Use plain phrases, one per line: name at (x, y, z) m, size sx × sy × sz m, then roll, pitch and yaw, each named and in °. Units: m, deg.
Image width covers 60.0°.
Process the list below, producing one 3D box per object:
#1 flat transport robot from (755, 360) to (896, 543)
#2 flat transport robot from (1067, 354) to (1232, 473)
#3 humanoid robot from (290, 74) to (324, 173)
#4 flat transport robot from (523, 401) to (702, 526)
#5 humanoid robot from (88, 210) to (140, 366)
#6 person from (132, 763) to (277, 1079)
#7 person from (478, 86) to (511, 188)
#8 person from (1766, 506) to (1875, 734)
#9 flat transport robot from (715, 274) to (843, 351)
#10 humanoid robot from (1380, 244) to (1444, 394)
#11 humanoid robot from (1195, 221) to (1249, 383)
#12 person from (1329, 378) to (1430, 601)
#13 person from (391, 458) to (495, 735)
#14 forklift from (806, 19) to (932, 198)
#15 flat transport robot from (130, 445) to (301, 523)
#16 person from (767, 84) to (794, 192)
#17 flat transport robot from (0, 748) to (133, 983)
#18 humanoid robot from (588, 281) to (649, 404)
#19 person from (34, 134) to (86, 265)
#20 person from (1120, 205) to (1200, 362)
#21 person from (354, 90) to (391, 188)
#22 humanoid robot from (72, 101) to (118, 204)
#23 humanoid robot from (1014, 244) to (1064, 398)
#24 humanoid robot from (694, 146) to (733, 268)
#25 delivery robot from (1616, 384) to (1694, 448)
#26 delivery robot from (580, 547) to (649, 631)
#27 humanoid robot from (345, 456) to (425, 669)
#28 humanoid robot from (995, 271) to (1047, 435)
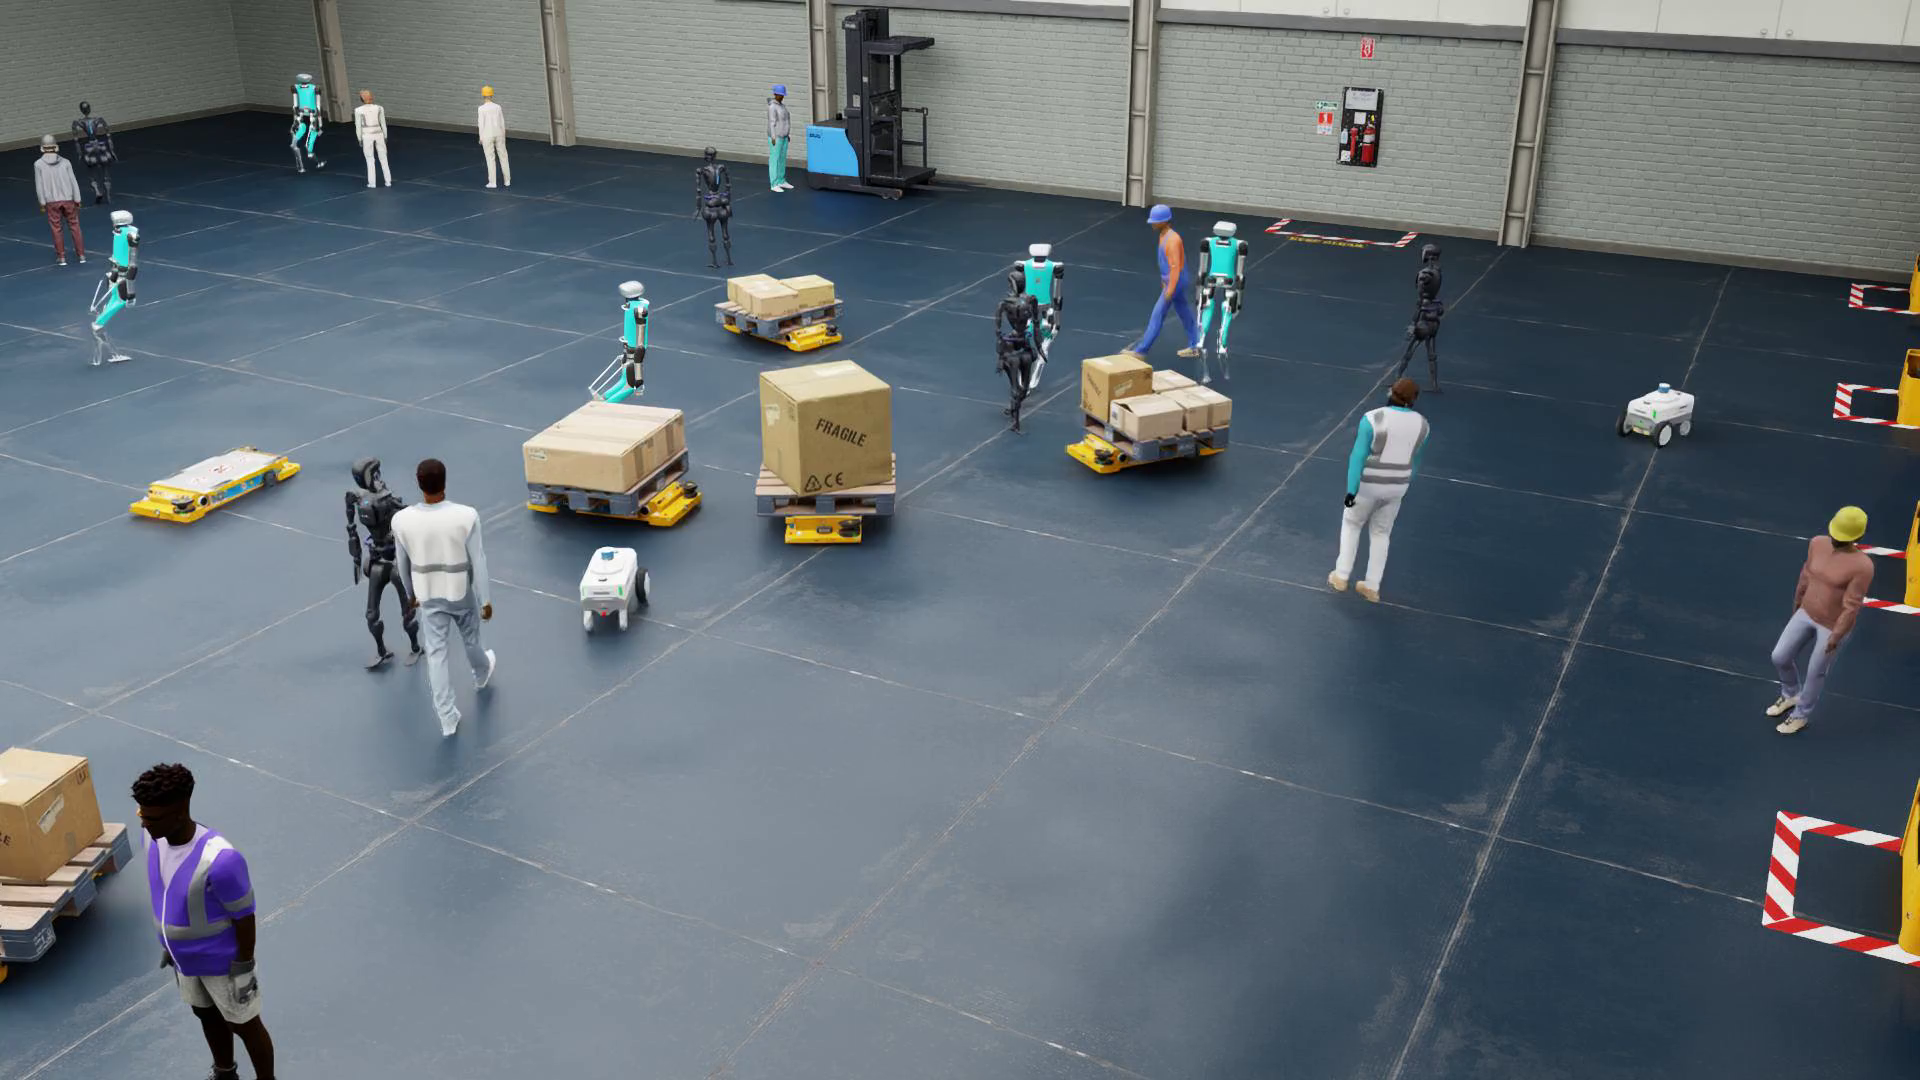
flat transport robot at (-1.177, -0.319, 14.905) m, size 0.659 × 0.231 × 1.431 m, roll -1°, pitch 23°, yaw -1°
flat transport robot at (1.854, -0.923, 16.311) m, size 1.431 × 0.231 × 0.659 m, roll -11°, pitch 26°, yaw -24°
humanoid robot at (-11.526, -7.270, 29.267) m, size 0.557 × 1.746 × 1.053 m, roll 1°, pitch 23°, yaw 1°
flat transport robot at (-3.137, -0.390, 15.070) m, size 1.431 × 0.231 × 0.659 m, roll 7°, pitch 24°, yaw 15°
humanoid robot at (-9.657, -2.765, 18.843) m, size 0.872 × 1.841 × 0.617 m, roll -22°, pitch 31°, yaw -40°
person at (-3.459, 1.883, 7.636) m, size 0.607 × 1.961 × 0.368 m, roll 12°, pitch 26°, yaw 27°
person at (-7.950, -6.848, 28.294) m, size 0.469 × 1.697 × 0.329 m, roll -17°, pitch 29°, yaw -35°
person at (5.717, 0.548, 11.024) m, size 0.389 × 1.733 × 0.540 m, roll -10°, pitch 25°, yaw -22°
flat transport robot at (-2.161, -2.566, 20.136) m, size 1.431 × 0.231 × 0.659 m, roll 21°, pitch 31°, yaw 40°
humanoid robot at (4.981, -2.407, 17.995) m, size 0.653 × 1.637 × 0.589 m, roll 14°, pitch 27°, yaw 30°
humanoid robot at (2.816, -2.546, 18.243) m, size 0.550 × 1.811 × 0.671 m, roll 7°, pitch 24°, yaw 15°
person at (3.327, -0.414, 13.201) m, size 0.703 × 1.791 × 0.547 m, roll -4°, pitch 24°, yaw -10°
person at (-3.507, 0.314, 11.396) m, size 0.605 × 1.868 × 0.974 m, roll -3°, pitch 23°, yaw -6°
forklift at (-1.573, -7.292, 27.850) m, size 1.873 × 2.768 × 1.129 m, roll 12°, pitch 26°, yaw 25°
flat transport robot at (-6.872, -0.526, 15.388) m, size 0.659 × 0.231 × 1.431 m, roll 9°, pitch 25°, yaw 20°
person at (-3.057, -6.791, 28.073) m, size 0.361 × 1.771 × 0.528 m, roll 9°, pitch 25°, yaw 21°
flat transport robot at (-5.418, 2.091, 9.294) m, size 0.659 × 0.231 × 1.431 m, roll 1°, pitch 23°, yaw 3°
humanoid robot at (-3.296, -1.617, 15.905) m, size 0.735 × 1.673 × 0.533 m, roll -8°, pitch 25°, yaw -19°
person at (-12.642, -4.780, 23.346) m, size 0.544 × 1.807 × 0.378 m, roll -15°, pitch 28°, yaw -32°
person at (2.348, -2.916, 18.994) m, size 1.080 × 1.808 × 0.534 m, roll -1°, pitch 23°, yaw -3°
person at (-10.004, -6.826, 28.330) m, size 0.512 × 1.633 × 0.316 m, roll -15°, pitch 27°, yaw -31°
humanoid robot at (-14.026, -6.283, 27.002) m, size 0.589 × 1.643 × 0.382 m, roll -15°, pitch 27°, yaw -31°
humanoid robot at (0.826, -2.365, 17.797) m, size 0.540 × 1.733 × 0.994 m, roll 1°, pitch 23°, yaw 3°
humanoid robot at (-3.426, -4.642, 23.167) m, size 0.599 × 1.657 × 0.315 m, roll -17°, pitch 29°, yaw -35°
delivery robot at (7.042, -1.270, 16.767) m, size 0.795 × 0.602 × 0.499 m, roll -16°, pitch 28°, yaw -32°
delivery robot at (-2.734, 0.340, 13.007) m, size 0.499 × 0.593 × 0.789 m, roll -1°, pitch 23°, yaw -1°
humanoid robot at (-4.132, 0.158, 12.023) m, size 0.612 × 1.645 × 0.430 m, roll 7°, pitch 24°, yaw 15°
humanoid robot at (0.607, -1.914, 16.888) m, size 0.608 × 1.657 × 0.676 m, roll -16°, pitch 28°, yaw -33°
